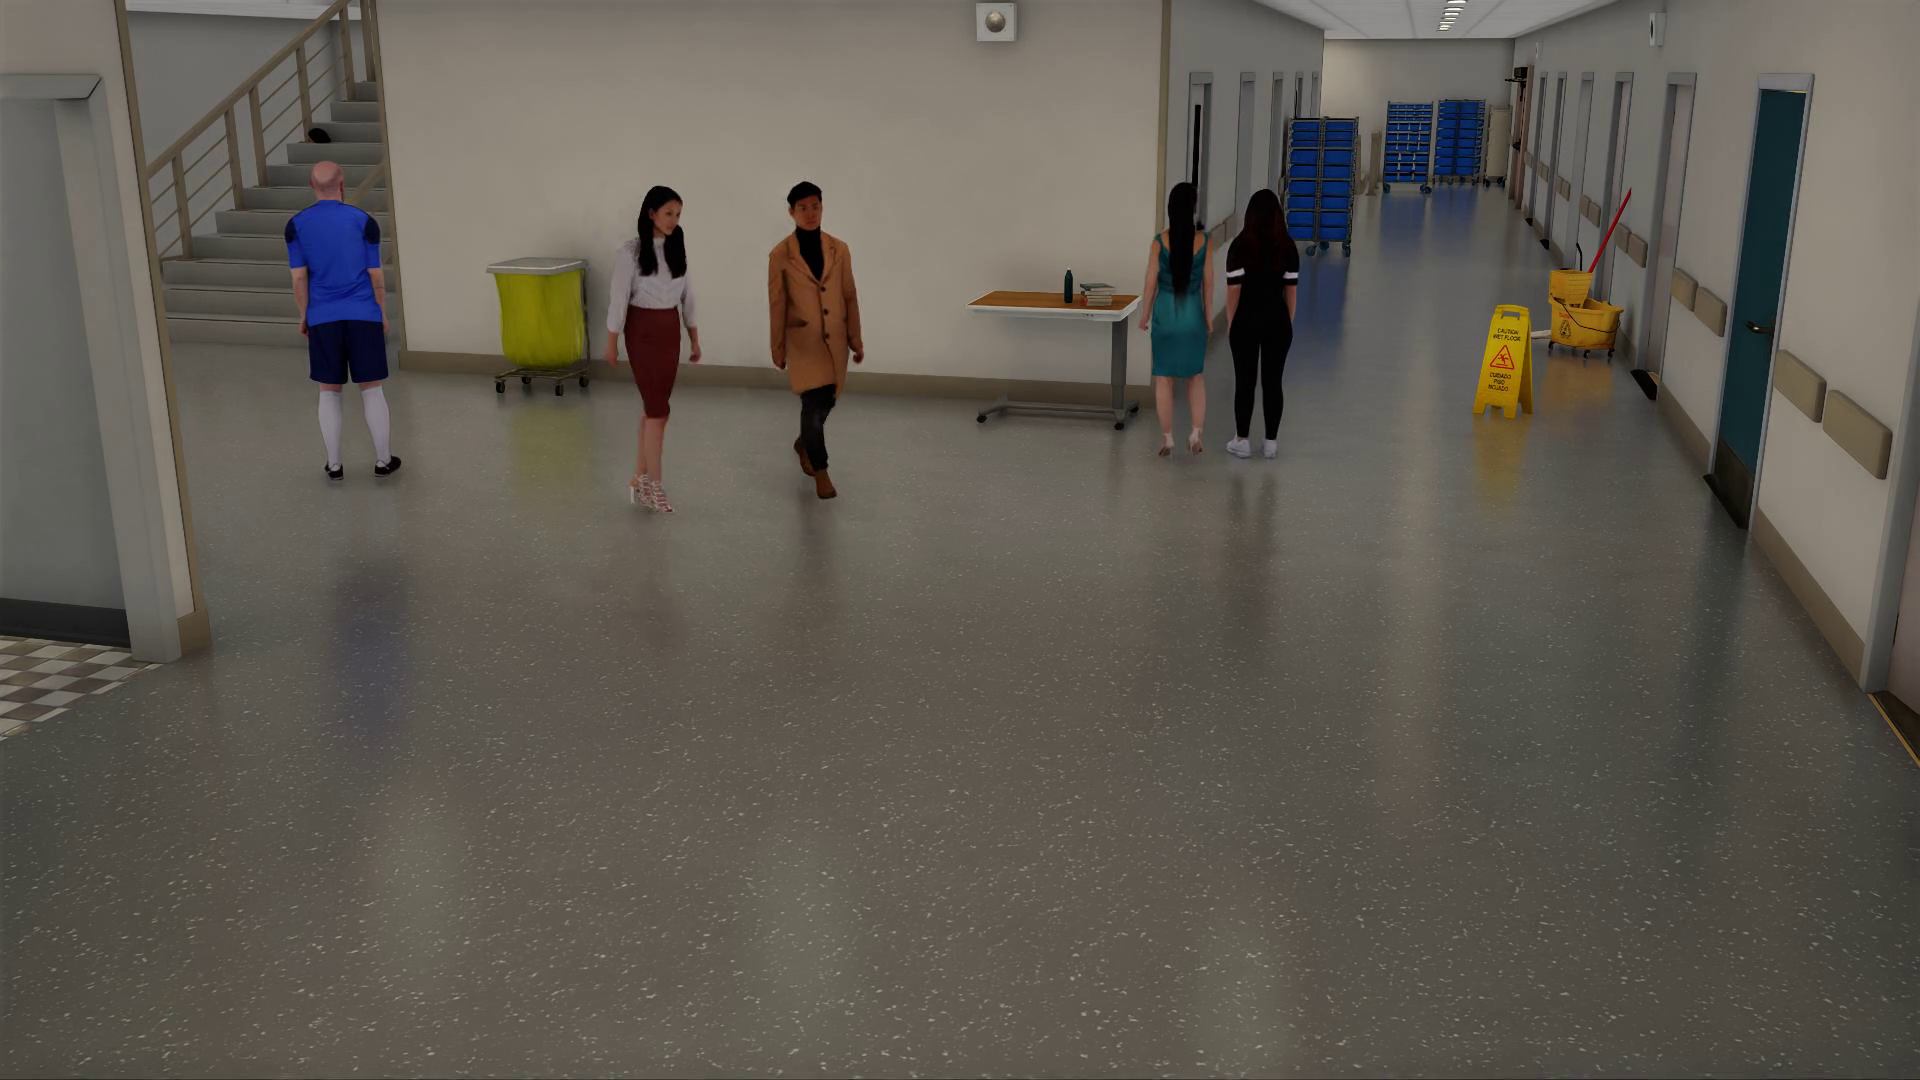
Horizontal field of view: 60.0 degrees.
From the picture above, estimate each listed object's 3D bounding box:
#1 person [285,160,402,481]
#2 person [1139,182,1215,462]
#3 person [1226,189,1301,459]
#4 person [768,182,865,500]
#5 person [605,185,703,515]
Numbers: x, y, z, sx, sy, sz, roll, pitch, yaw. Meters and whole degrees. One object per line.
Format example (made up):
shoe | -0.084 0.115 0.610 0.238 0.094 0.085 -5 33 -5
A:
person | -3.582 -1.276 9.663 0.755 1.841 0.744 -4 16 -13
person | 1.314 -1.292 10.011 0.652 1.684 0.658 -1 16 -5
person | 1.843 -1.325 10.213 0.672 1.637 0.674 -1 16 -2
person | -0.826 -1.133 9.339 1.067 1.701 1.179 -7 17 -24
person | -1.688 -1.011 8.932 0.787 1.728 0.860 -14 21 -41
